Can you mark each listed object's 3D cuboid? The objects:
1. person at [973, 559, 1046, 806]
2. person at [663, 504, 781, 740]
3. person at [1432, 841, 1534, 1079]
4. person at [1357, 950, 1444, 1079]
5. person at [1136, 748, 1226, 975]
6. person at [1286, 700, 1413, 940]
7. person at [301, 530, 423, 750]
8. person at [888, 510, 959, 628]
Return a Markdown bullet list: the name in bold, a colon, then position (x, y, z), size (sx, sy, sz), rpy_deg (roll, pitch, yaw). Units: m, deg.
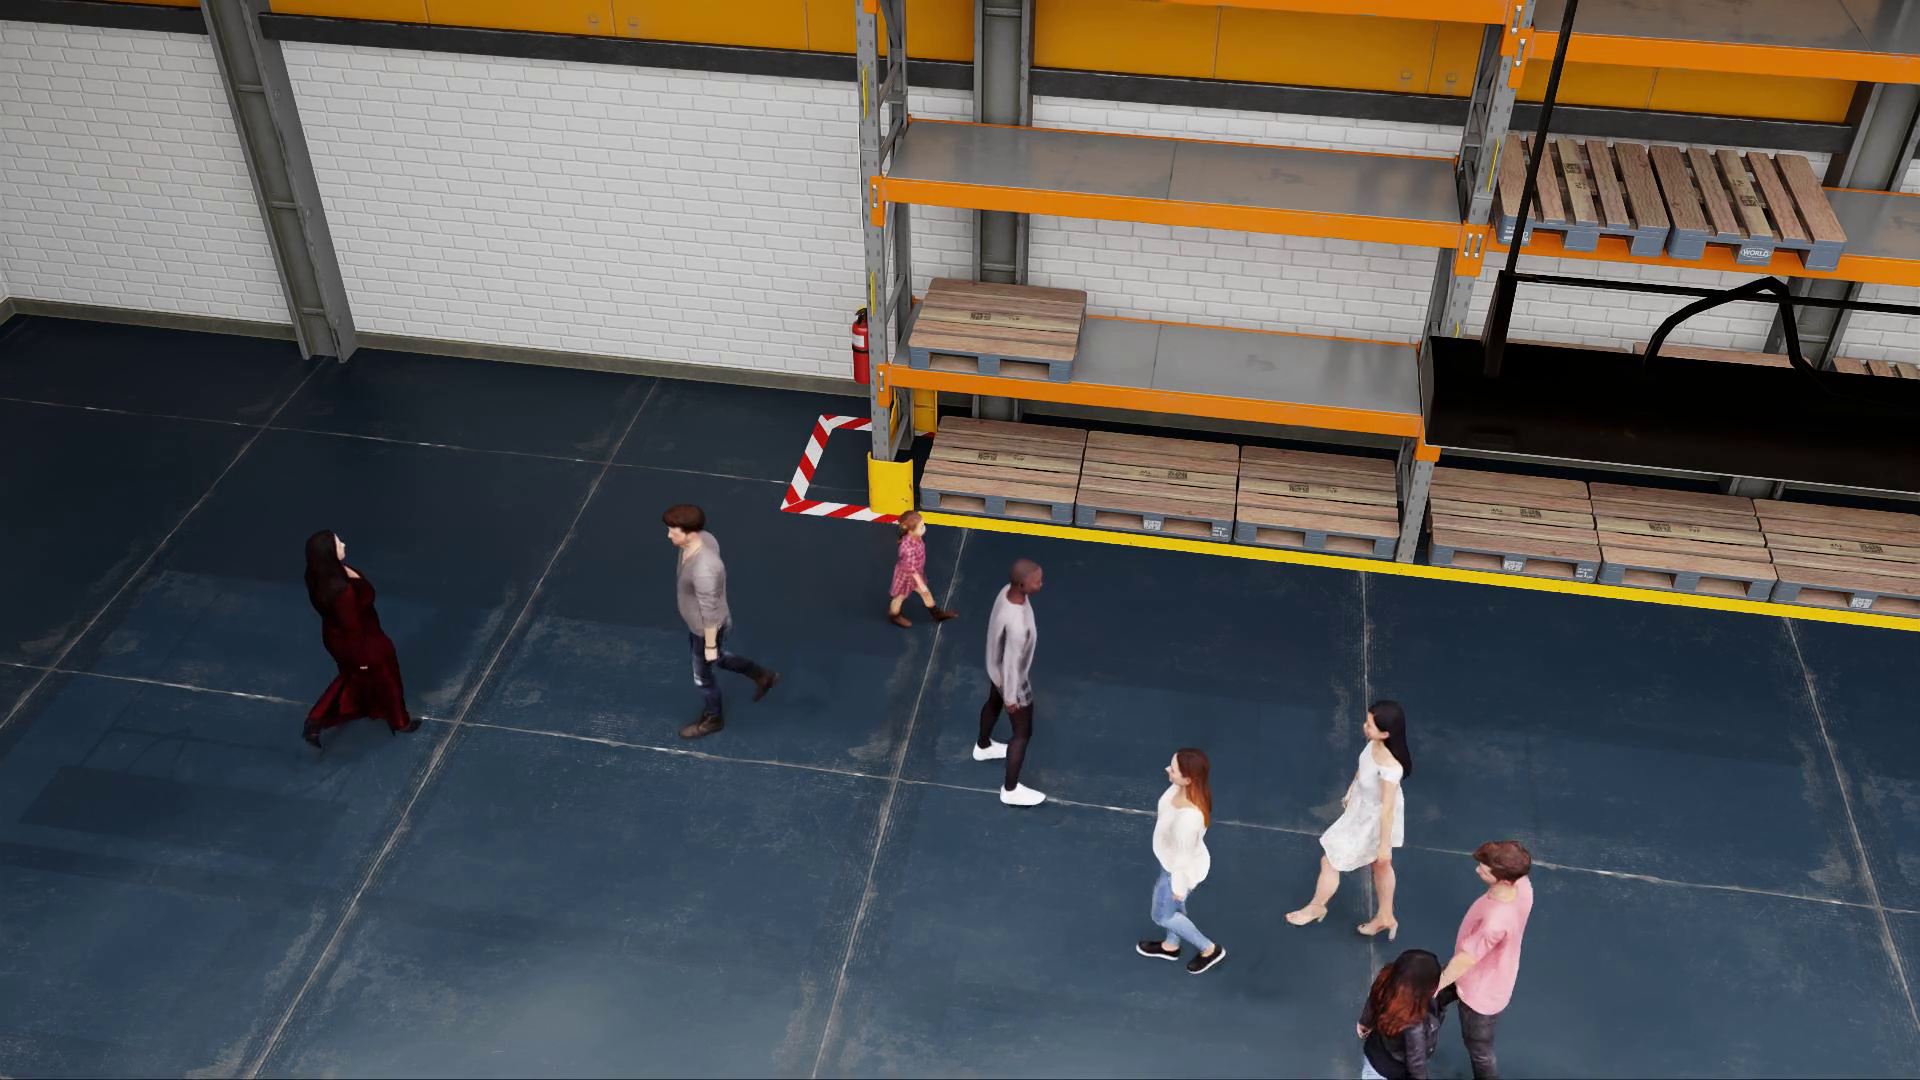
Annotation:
- **person**: position (0.294, 0.827, 10.238), size (0.756, 1.753, 0.825), rpy_deg (-3, 39, -3)
- **person**: position (-1.516, 0.518, 10.523), size (1.079, 1.882, 0.929), rpy_deg (-9, 40, -11)
- **person**: position (2.706, 2.248, 8.314), size (1.003, 1.935, 0.766), rpy_deg (17, 42, 20)
- **person**: position (2.021, 2.591, 8.162), size (1.166, 1.588, 0.772), rpy_deg (-1, 39, -1)
- **person**: position (1.284, 1.780, 9.105), size (0.734, 1.680, 0.637), rpy_deg (8, 39, 10)
- **person**: position (2.391, 1.592, 9.282), size (0.842, 1.751, 0.612), rpy_deg (7, 39, 9)
- **person**: position (-3.882, 0.680, 10.434), size (1.055, 1.740, 1.027), rpy_deg (-28, 46, -30)
- **person**: position (-0.400, 0.215, 11.608), size (0.701, 1.001, 0.440), rpy_deg (7, 39, 8)
